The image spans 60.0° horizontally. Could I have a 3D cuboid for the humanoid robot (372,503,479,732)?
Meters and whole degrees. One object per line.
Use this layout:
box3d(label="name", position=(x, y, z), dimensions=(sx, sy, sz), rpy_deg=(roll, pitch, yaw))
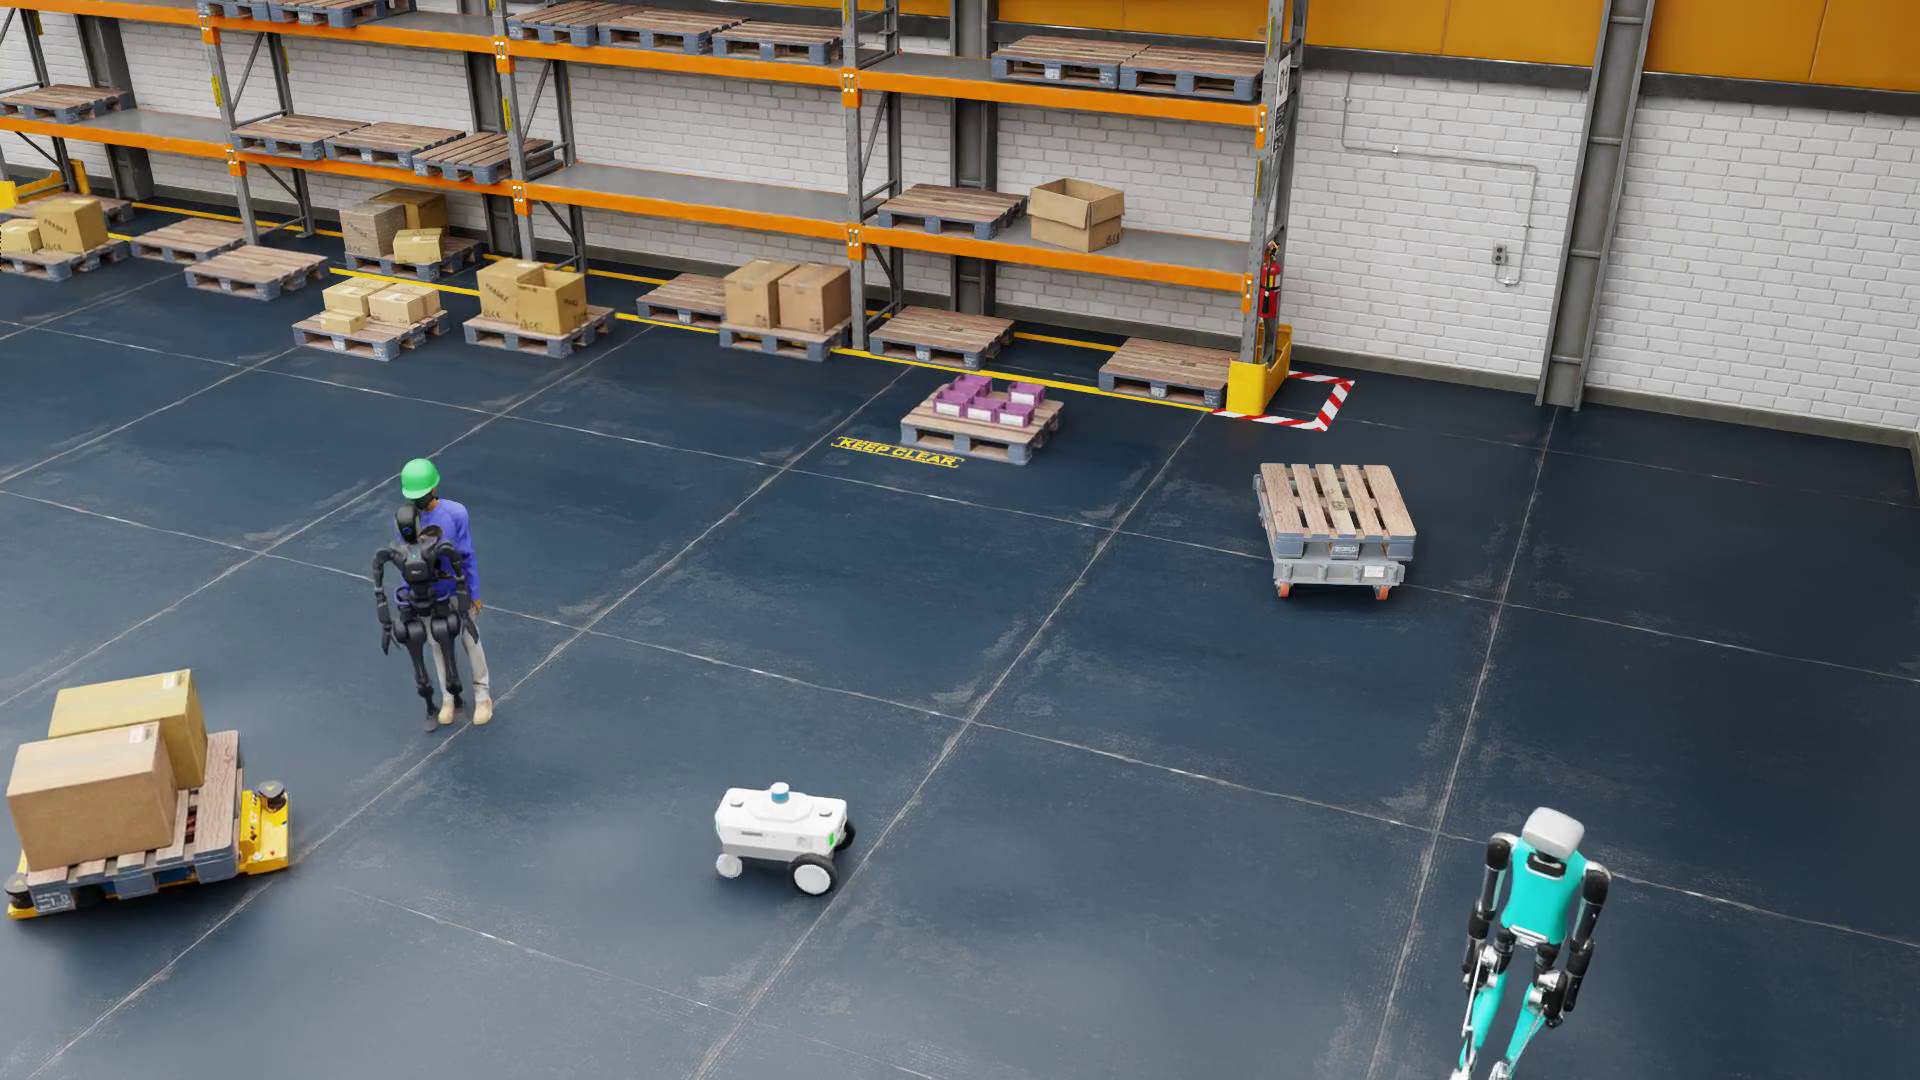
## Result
box3d(label="humanoid robot", position=(-3.362, 0.488, 10.482), dimensions=(0.594, 1.655, 0.404), rpy_deg=(-8, 28, -16))

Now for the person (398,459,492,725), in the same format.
box3d(label="person", position=(-3.288, 0.330, 10.564), dimensions=(0.470, 1.861, 0.371), rpy_deg=(-3, 27, -5))

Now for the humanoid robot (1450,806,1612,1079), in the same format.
box3d(label="humanoid robot", position=(2.420, 2.080, 7.345), dimensions=(0.540, 1.760, 1.038), rpy_deg=(15, 31, 27))

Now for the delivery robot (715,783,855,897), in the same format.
box3d(label="delivery robot", position=(-0.988, 1.658, 9.423), dimensions=(0.814, 0.611, 0.499), rpy_deg=(5, 28, 9))

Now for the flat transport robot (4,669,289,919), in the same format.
box3d(label="flat transport robot", position=(-4.614, 1.763, 9.514), dimensions=(1.431, 0.231, 0.659), rpy_deg=(-9, 29, -17))
